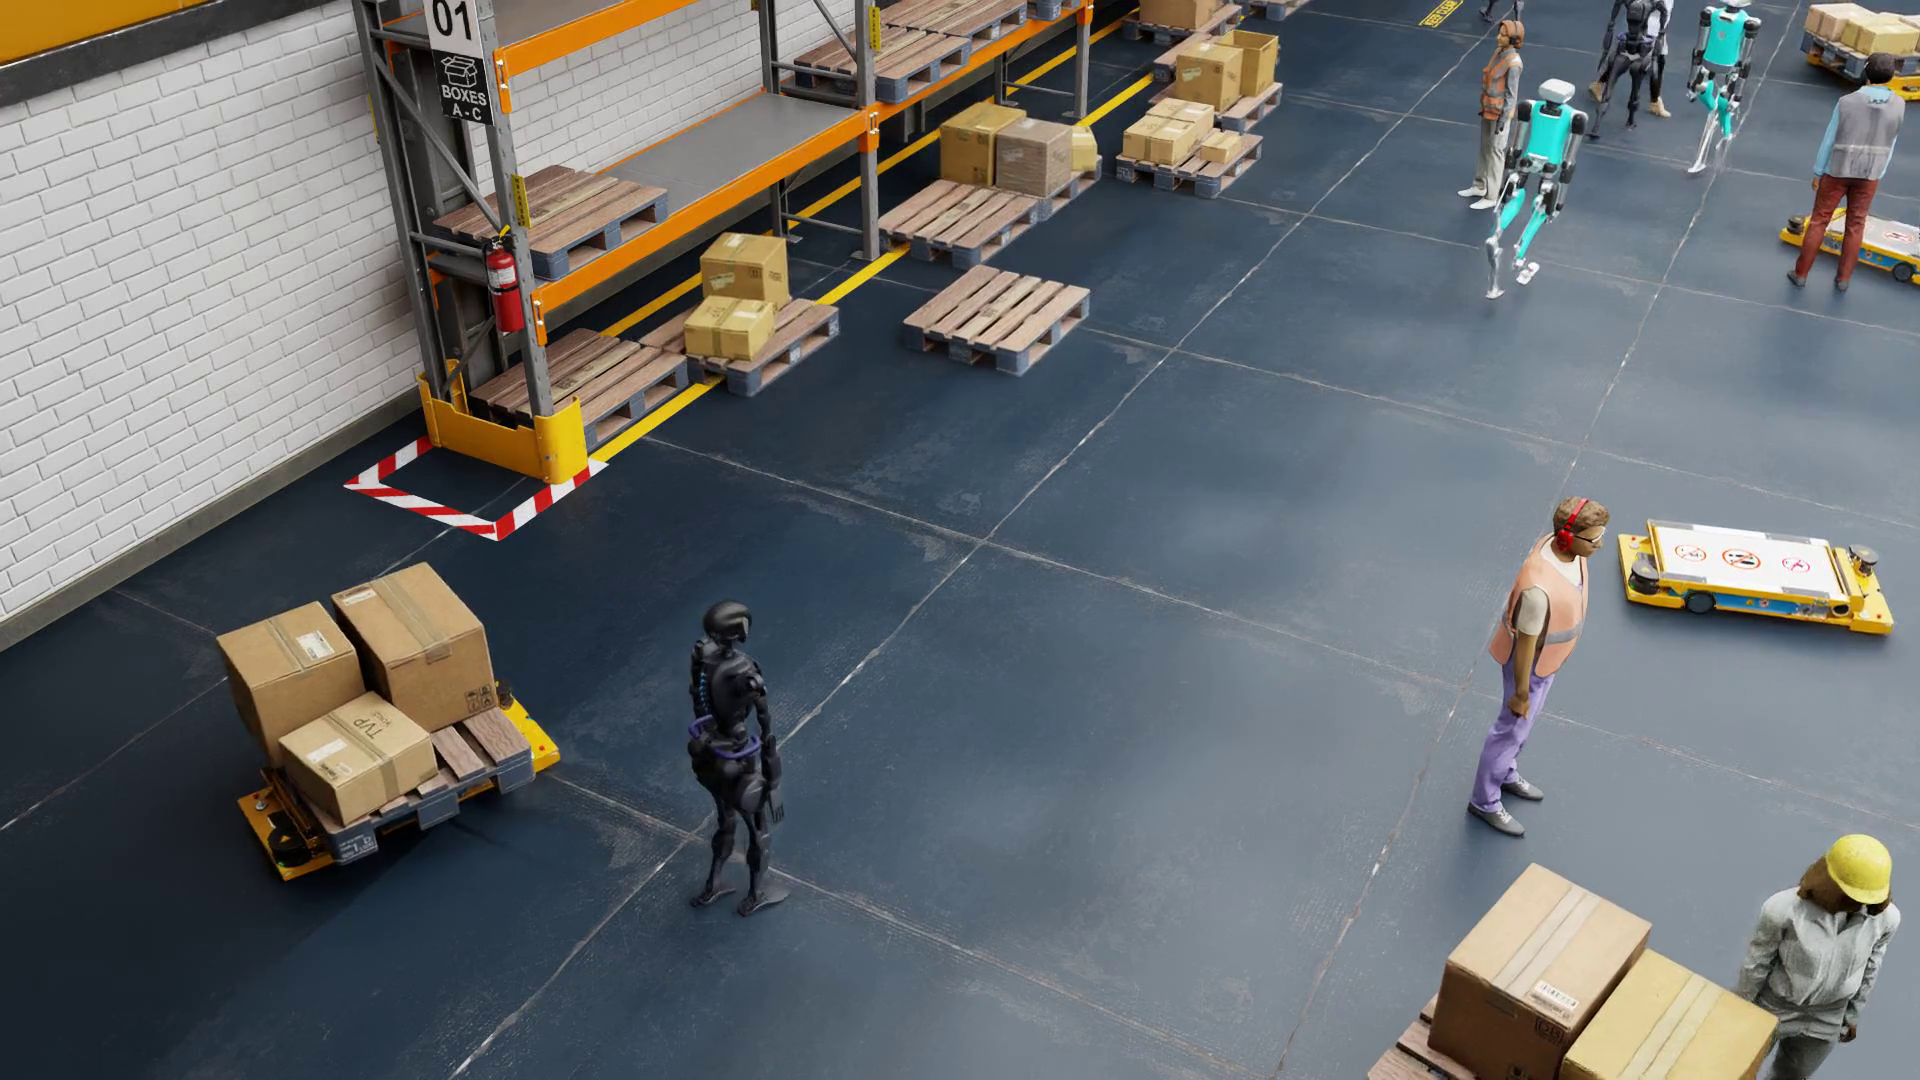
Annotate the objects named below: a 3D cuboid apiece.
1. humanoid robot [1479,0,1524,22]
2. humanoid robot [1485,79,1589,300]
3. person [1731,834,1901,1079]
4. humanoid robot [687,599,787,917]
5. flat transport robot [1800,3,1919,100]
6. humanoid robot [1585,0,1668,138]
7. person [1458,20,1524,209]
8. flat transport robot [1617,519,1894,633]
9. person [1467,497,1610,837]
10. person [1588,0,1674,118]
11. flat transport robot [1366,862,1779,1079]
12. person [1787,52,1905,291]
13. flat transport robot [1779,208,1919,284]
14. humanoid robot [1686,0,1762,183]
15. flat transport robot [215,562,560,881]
[{"bbox_3d":[6.346,-6.709,19.048,0.589,1.626,0.750,-4,34,-6],"label":"humanoid robot"},{"bbox_3d":[4.324,-2.596,12.751,0.541,1.734,1.027,23,40,31],"label":"humanoid robot"},{"bbox_3d":[3.103,1.751,6.166,0.494,1.738,0.309,1,33,1],"label":"person"},{"bbox_3d":[-1.011,0.984,7.404,0.335,1.656,0.593,-28,43,-36],"label":"humanoid robot"},{"bbox_3d":[9.731,-4.983,17.687,0.659,0.231,1.431,-5,34,-7],"label":"flat transport robot"},{"bbox_3d":[6.452,-4.658,15.962,0.601,1.624,0.787,25,41,32],"label":"humanoid robot"},{"bbox_3d":[4.678,-3.718,14.523,0.305,1.645,0.519,-2,34,-3],"label":"person"},{"bbox_3d":[4.679,0.209,9.832,1.431,0.231,0.659,7,34,11],"label":"flat transport robot"},{"bbox_3d":[2.698,0.574,7.859,0.376,1.838,0.561,20,38,27],"label":"person"},{"bbox_3d":[6.840,-5.113,16.624,0.531,1.660,0.861,-26,41,-33],"label":"person"},{"bbox_3d":[2.333,2.368,6.565,0.659,0.231,1.431,27,42,34],"label":"flat transport robot"},{"bbox_3d":[6.975,-2.864,13.037,0.530,1.871,0.416,7,34,11],"label":"person"},{"bbox_3d":[7.689,-2.450,13.854,0.659,0.231,1.431,-25,41,-33],"label":"flat transport robot"},{"bbox_3d":[6.905,-4.052,15.039,0.746,1.888,0.538,-26,41,-33],"label":"humanoid robot"},{"bbox_3d":[-2.818,1.171,8.376,1.431,0.231,0.659,-23,40,-31],"label":"flat transport robot"}]
